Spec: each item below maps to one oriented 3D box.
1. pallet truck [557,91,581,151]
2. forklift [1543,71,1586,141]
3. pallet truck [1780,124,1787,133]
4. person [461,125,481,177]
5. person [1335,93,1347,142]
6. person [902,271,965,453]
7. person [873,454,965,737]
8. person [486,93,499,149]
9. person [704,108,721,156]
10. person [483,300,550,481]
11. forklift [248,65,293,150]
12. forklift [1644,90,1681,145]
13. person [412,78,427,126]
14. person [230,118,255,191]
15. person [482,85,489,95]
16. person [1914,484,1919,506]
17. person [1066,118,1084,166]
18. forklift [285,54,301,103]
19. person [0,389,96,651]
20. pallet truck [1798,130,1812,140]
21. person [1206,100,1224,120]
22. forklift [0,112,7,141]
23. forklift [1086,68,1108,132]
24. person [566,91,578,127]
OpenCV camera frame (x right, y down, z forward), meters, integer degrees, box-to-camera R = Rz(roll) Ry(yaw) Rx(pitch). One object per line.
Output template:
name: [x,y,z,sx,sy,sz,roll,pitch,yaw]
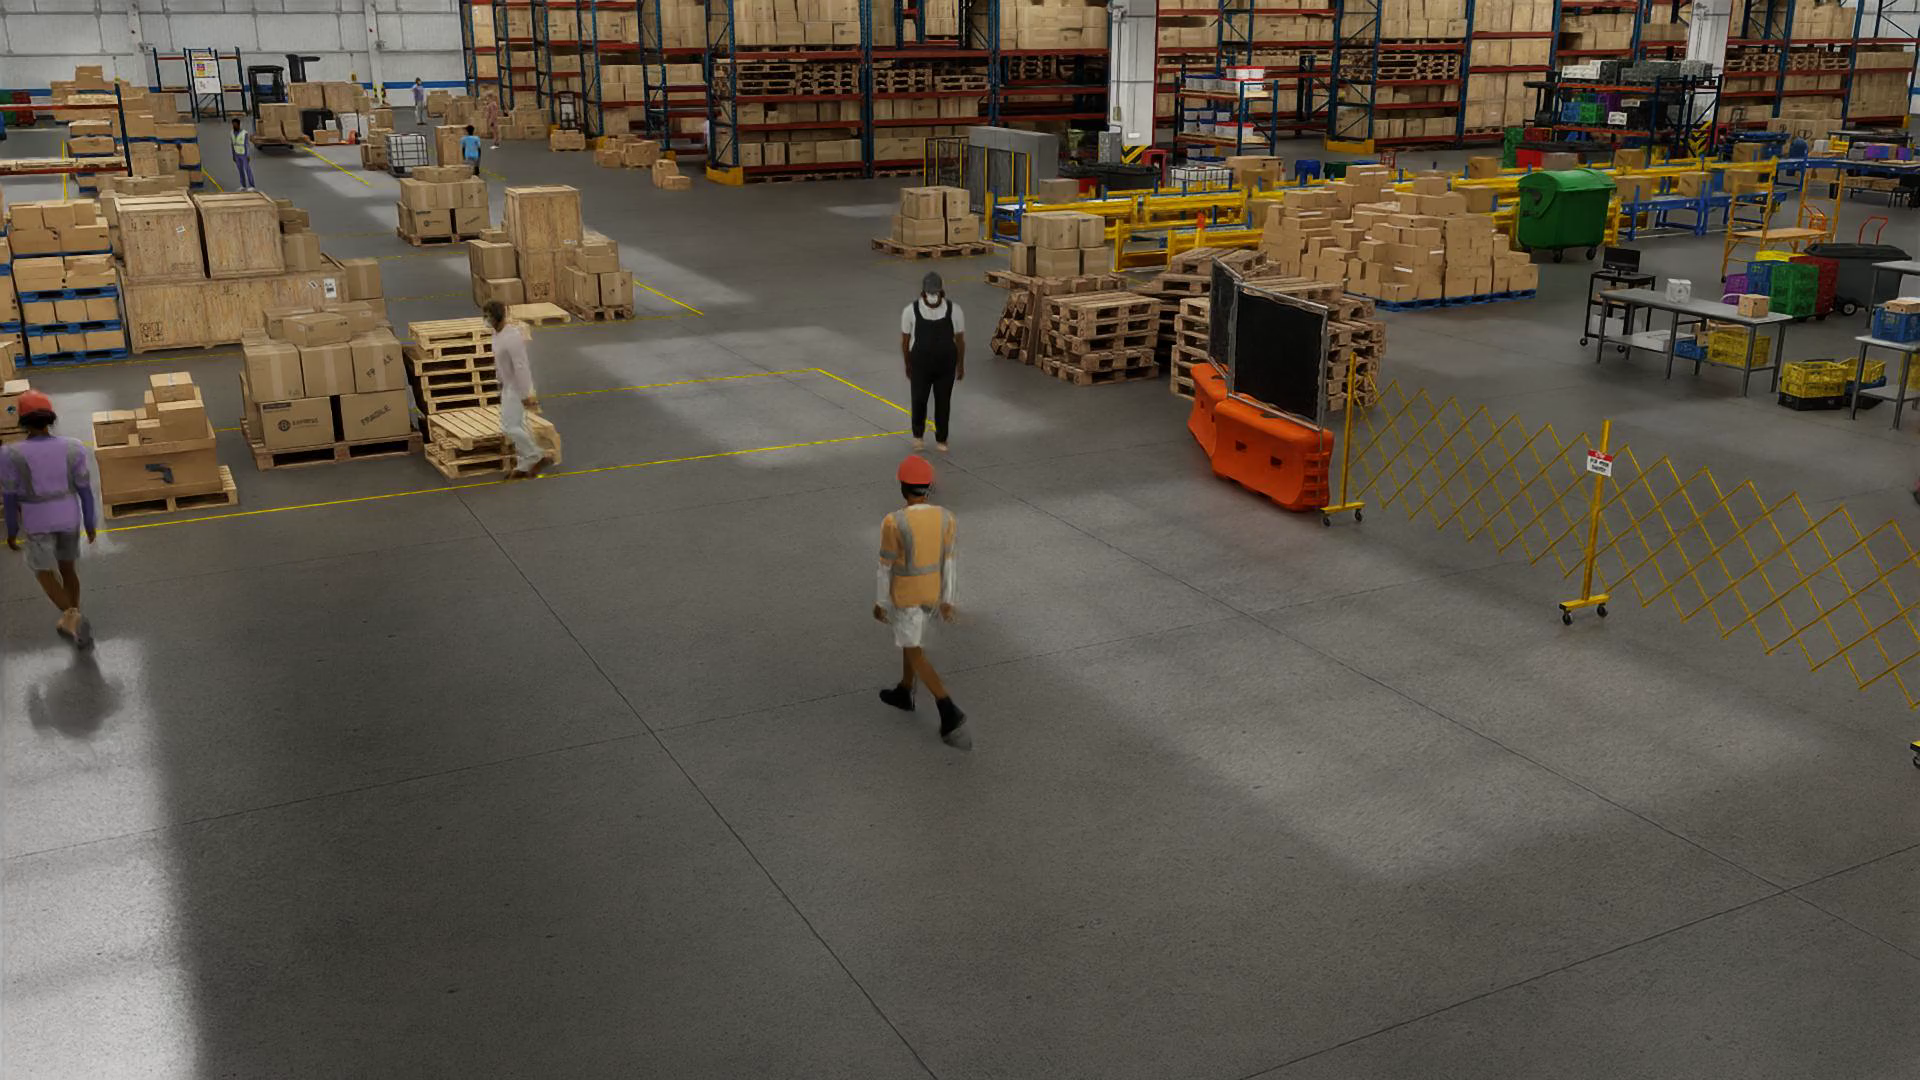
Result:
pallet truck: [-13.495,-14.412,57.188,0.823,1.965,1.885,-3,18,-9]
forklift: [18.685,-13.231,52.085,1.873,2.768,1.129,-9,20,-26]
pallet truck: [25.206,-12.542,52.601,1.601,1.201,0.680,0,18,-2]
person: [-13.392,-10.527,45.600,0.534,1.670,0.782,-2,18,-5]
person: [13.843,-15.401,60.676,0.654,1.742,0.548,-5,19,-16]
person: [-0.278,-1.955,18.283,0.688,2.000,0.536,-2,18,-6]
person: [-0.253,0.369,11.281,0.542,1.902,0.925,-15,23,-39]
person: [-16.292,-14.593,57.911,0.405,1.903,0.636,-4,18,-12]
person: [-7.170,-11.631,48.638,0.581,1.920,0.534,13,22,35]
person: [-4.640,-1.540,17.205,0.444,1.915,0.636,-9,20,-25]
forklift: [-23.973,-14.996,57.585,1.129,2.768,1.873,-9,20,-27]
forklift: [24.330,-14.864,57.174,1.873,2.768,1.129,-9,20,-26]
person: [-22.539,-18.278,69.335,0.366,1.938,0.630,6,19,17]
person: [-19.282,-10.344,44.658,0.584,1.908,0.388,7,19,21]
person: [-20.013,-18.465,70.487,0.876,1.592,0.536,-11,21,-31]
person: [9.607,-1.121,16.132,0.552,1.750,0.365,-4,18,-13]
person: [3.360,-11.424,48.370,0.653,1.681,0.528,-9,20,-27]
forklift: [-28.193,-19.170,70.598,1.873,2.768,1.129,-9,20,-26]
person: [-6.891,-0.137,12.656,0.819,2.024,0.618,17,24,42]
pallet truck: [25.526,-11.556,49.408,1.630,1.274,0.653,-9,20,-26]
person: [9.748,-16.476,63.845,0.667,1.852,0.992,10,20,28]
forklift: [-35.930,-15.857,60.270,1.873,2.768,1.129,2,18,6]
forklift: [4.534,-14.169,55.007,1.873,2.768,1.129,-9,20,-26]
person: [-13.746,-14.877,58.725,0.653,1.938,0.643,-16,24,-40]
